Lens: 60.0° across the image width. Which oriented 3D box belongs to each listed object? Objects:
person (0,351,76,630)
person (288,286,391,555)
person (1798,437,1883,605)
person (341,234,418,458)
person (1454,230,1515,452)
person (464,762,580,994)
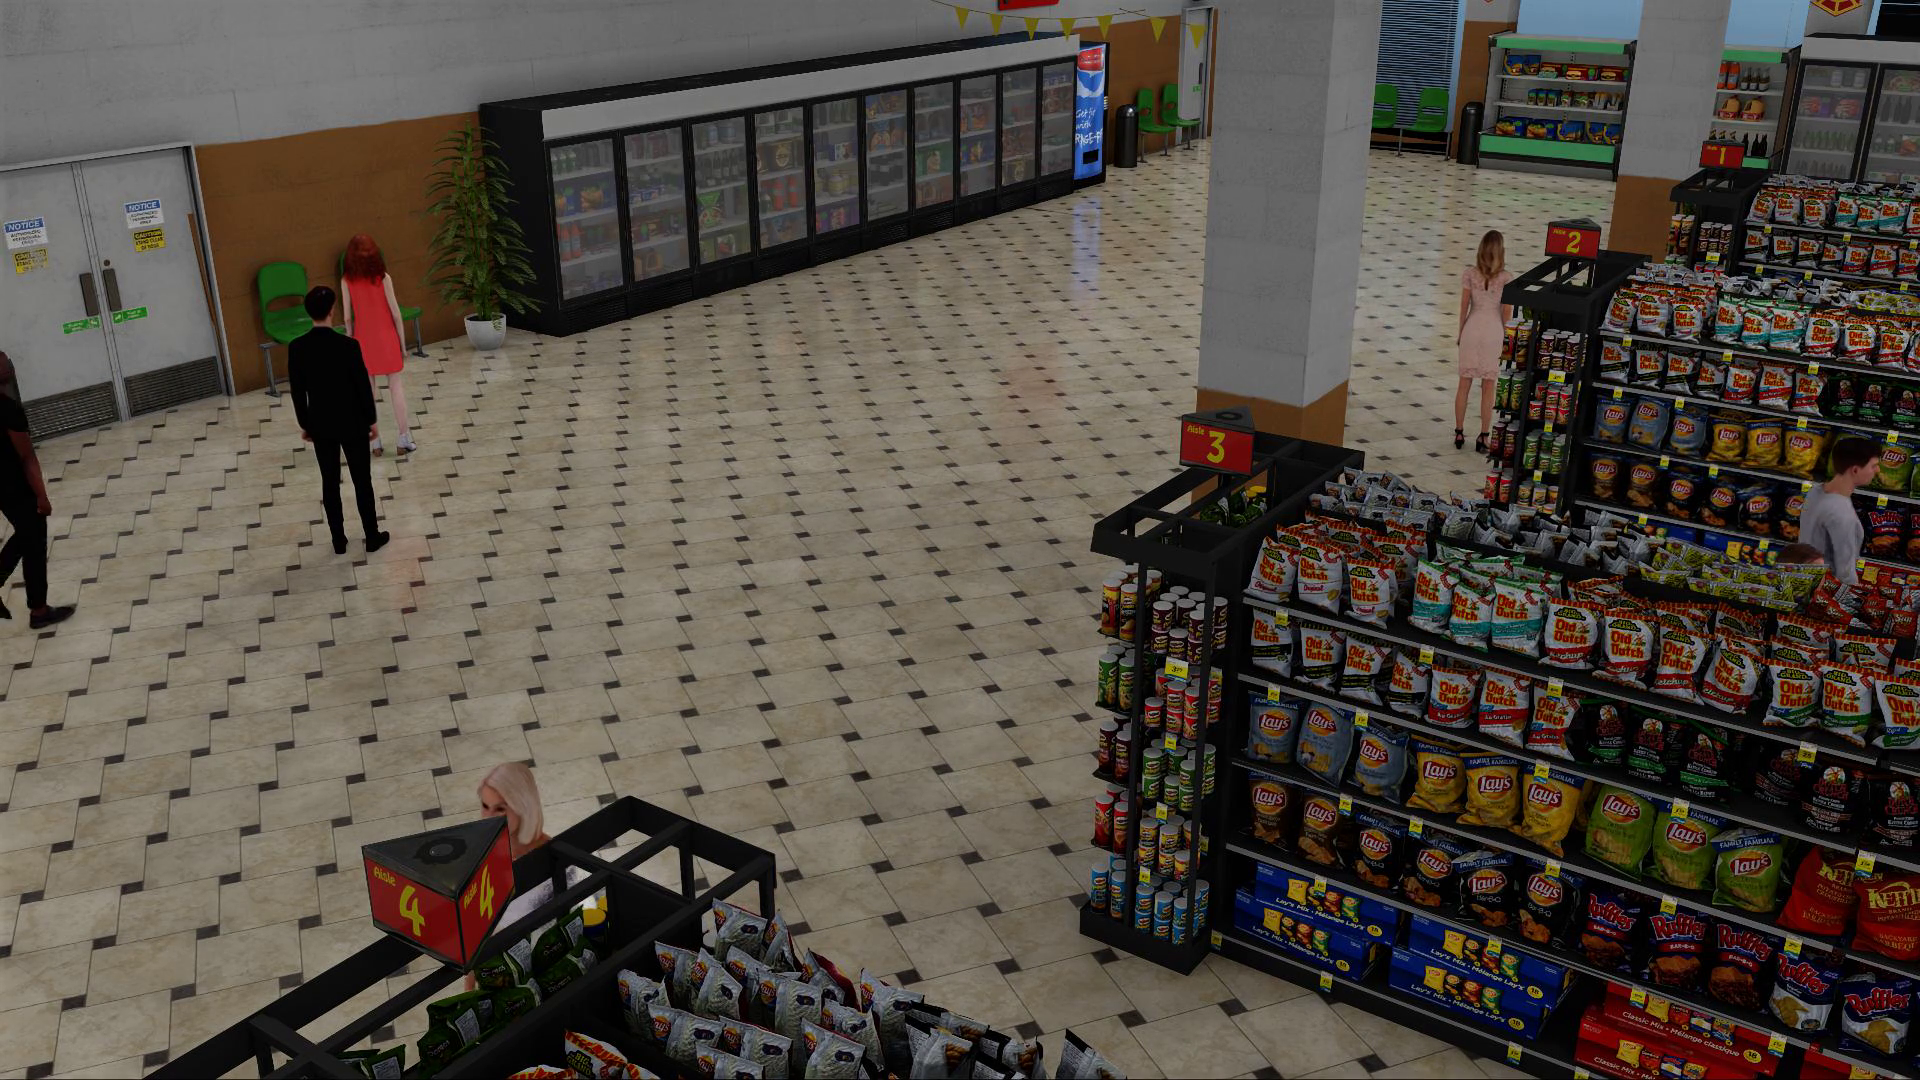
[{"bbox_3d":[-5.930,-0.272,10.266,0.726,1.811,0.745,13,25,29],"label":"person"},{"bbox_3d":[-4.314,-0.821,11.519,0.773,1.894,0.849,-2,22,-5],"label":"person"},{"bbox_3d":[4.376,0.348,8.747,1.285,1.793,0.917,6,23,16],"label":"person"},{"bbox_3d":[-4.730,-1.575,13.487,0.647,1.828,0.732,-1,22,-3],"label":"person"},{"bbox_3d":[4.267,-1.625,13.608,0.481,1.830,0.662,11,24,25],"label":"person"},{"bbox_3d":[-1.471,1.533,5.914,1.097,1.705,0.833,8,23,19],"label":"person"}]
